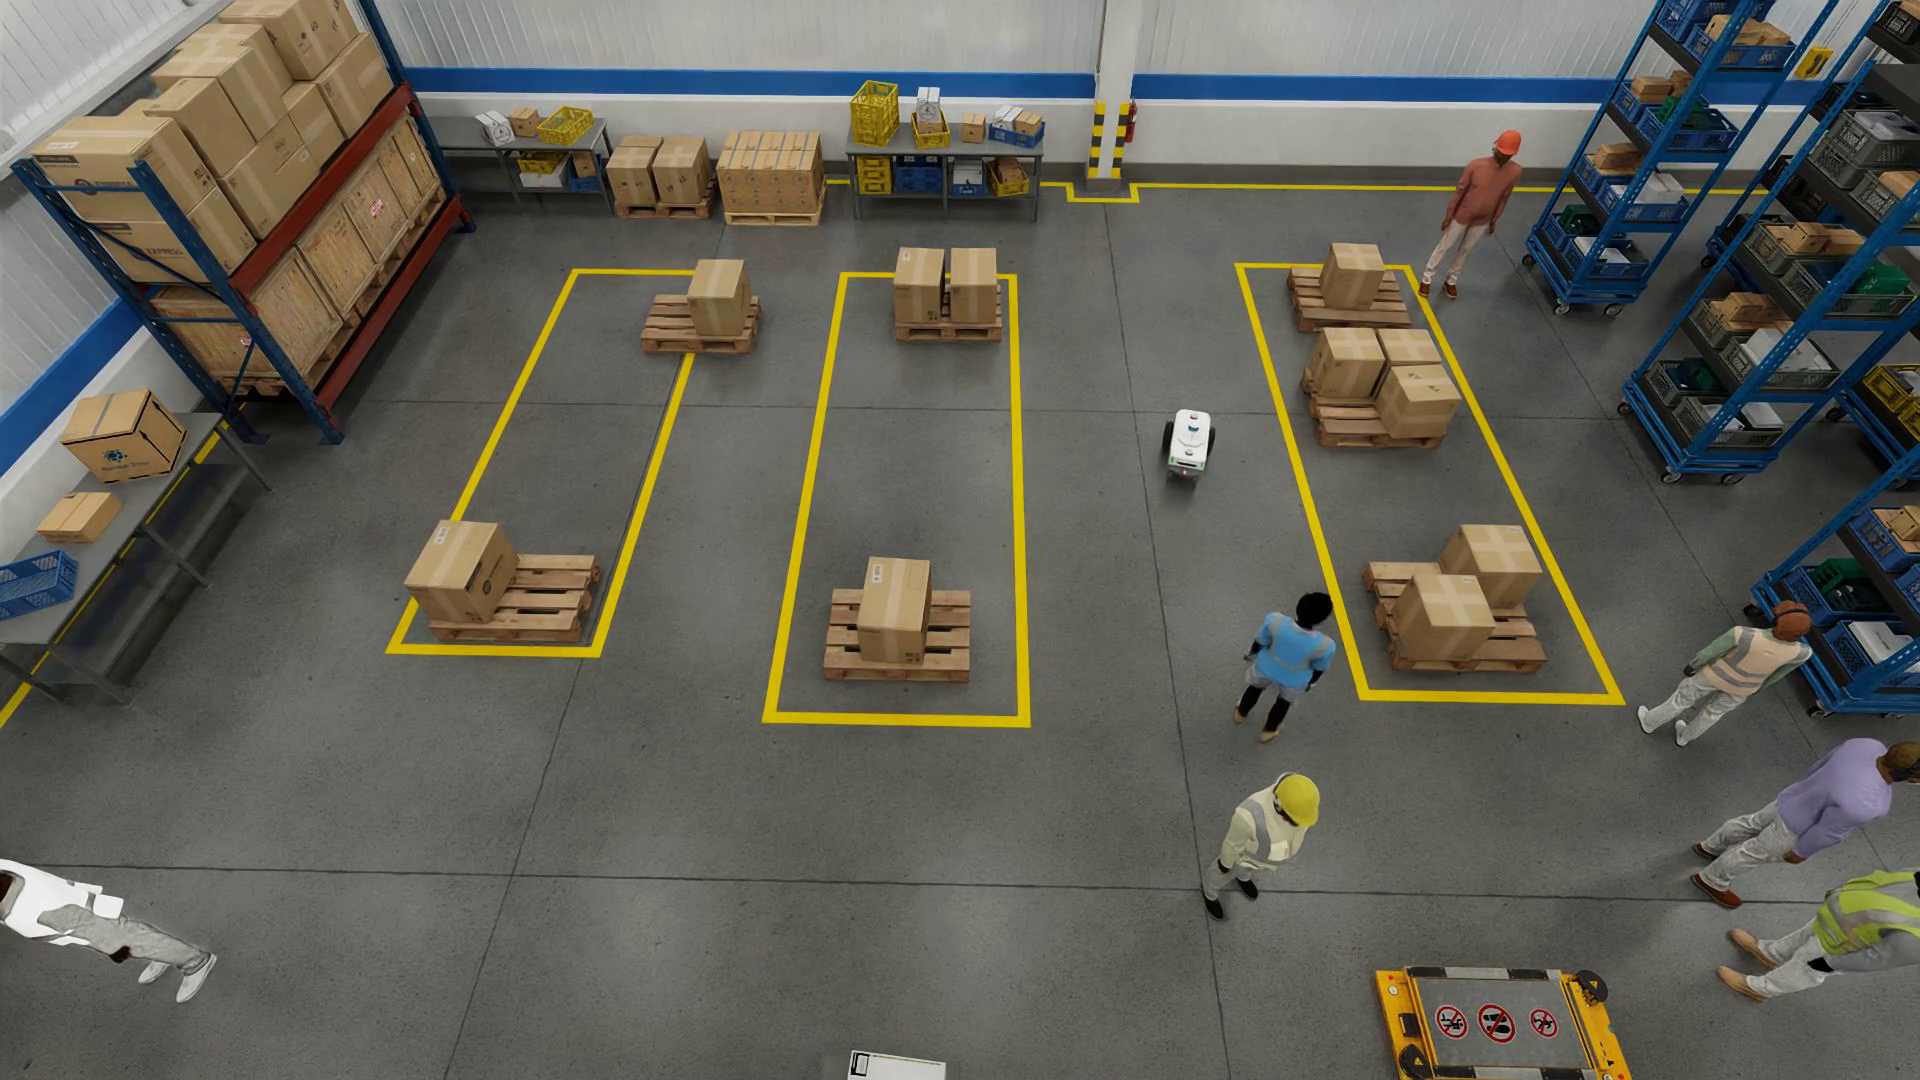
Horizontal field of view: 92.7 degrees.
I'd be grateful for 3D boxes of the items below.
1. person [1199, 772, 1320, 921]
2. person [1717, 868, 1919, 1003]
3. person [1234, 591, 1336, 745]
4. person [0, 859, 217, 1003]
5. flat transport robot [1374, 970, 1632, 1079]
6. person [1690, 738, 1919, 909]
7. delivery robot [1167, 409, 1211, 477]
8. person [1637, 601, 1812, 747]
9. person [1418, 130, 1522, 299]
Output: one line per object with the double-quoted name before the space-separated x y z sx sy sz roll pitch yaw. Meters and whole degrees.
"person" 1.930 1.951 5.879 0.601 1.827 0.404 -20 54 -16
"person" 5.359 2.359 5.538 0.619 1.845 0.430 -37 60 -26
"person" 2.361 0.951 6.785 0.587 1.691 0.366 27 56 20
"person" -5.269 2.316 5.524 0.592 1.922 0.392 18 53 14
"flat transport robot" 3.501 3.133 5.914 1.431 0.197 0.652 1 51 1
"person" 5.473 1.802 5.932 0.373 1.939 0.629 27 56 20
"delivery robot" 2.259 -0.964 9.014 0.477 0.478 0.707 11 52 9
"person" 5.654 1.017 6.768 0.514 1.634 0.313 20 54 15
"person" 5.778 -3.648 10.338 0.611 1.995 0.375 5 51 4
